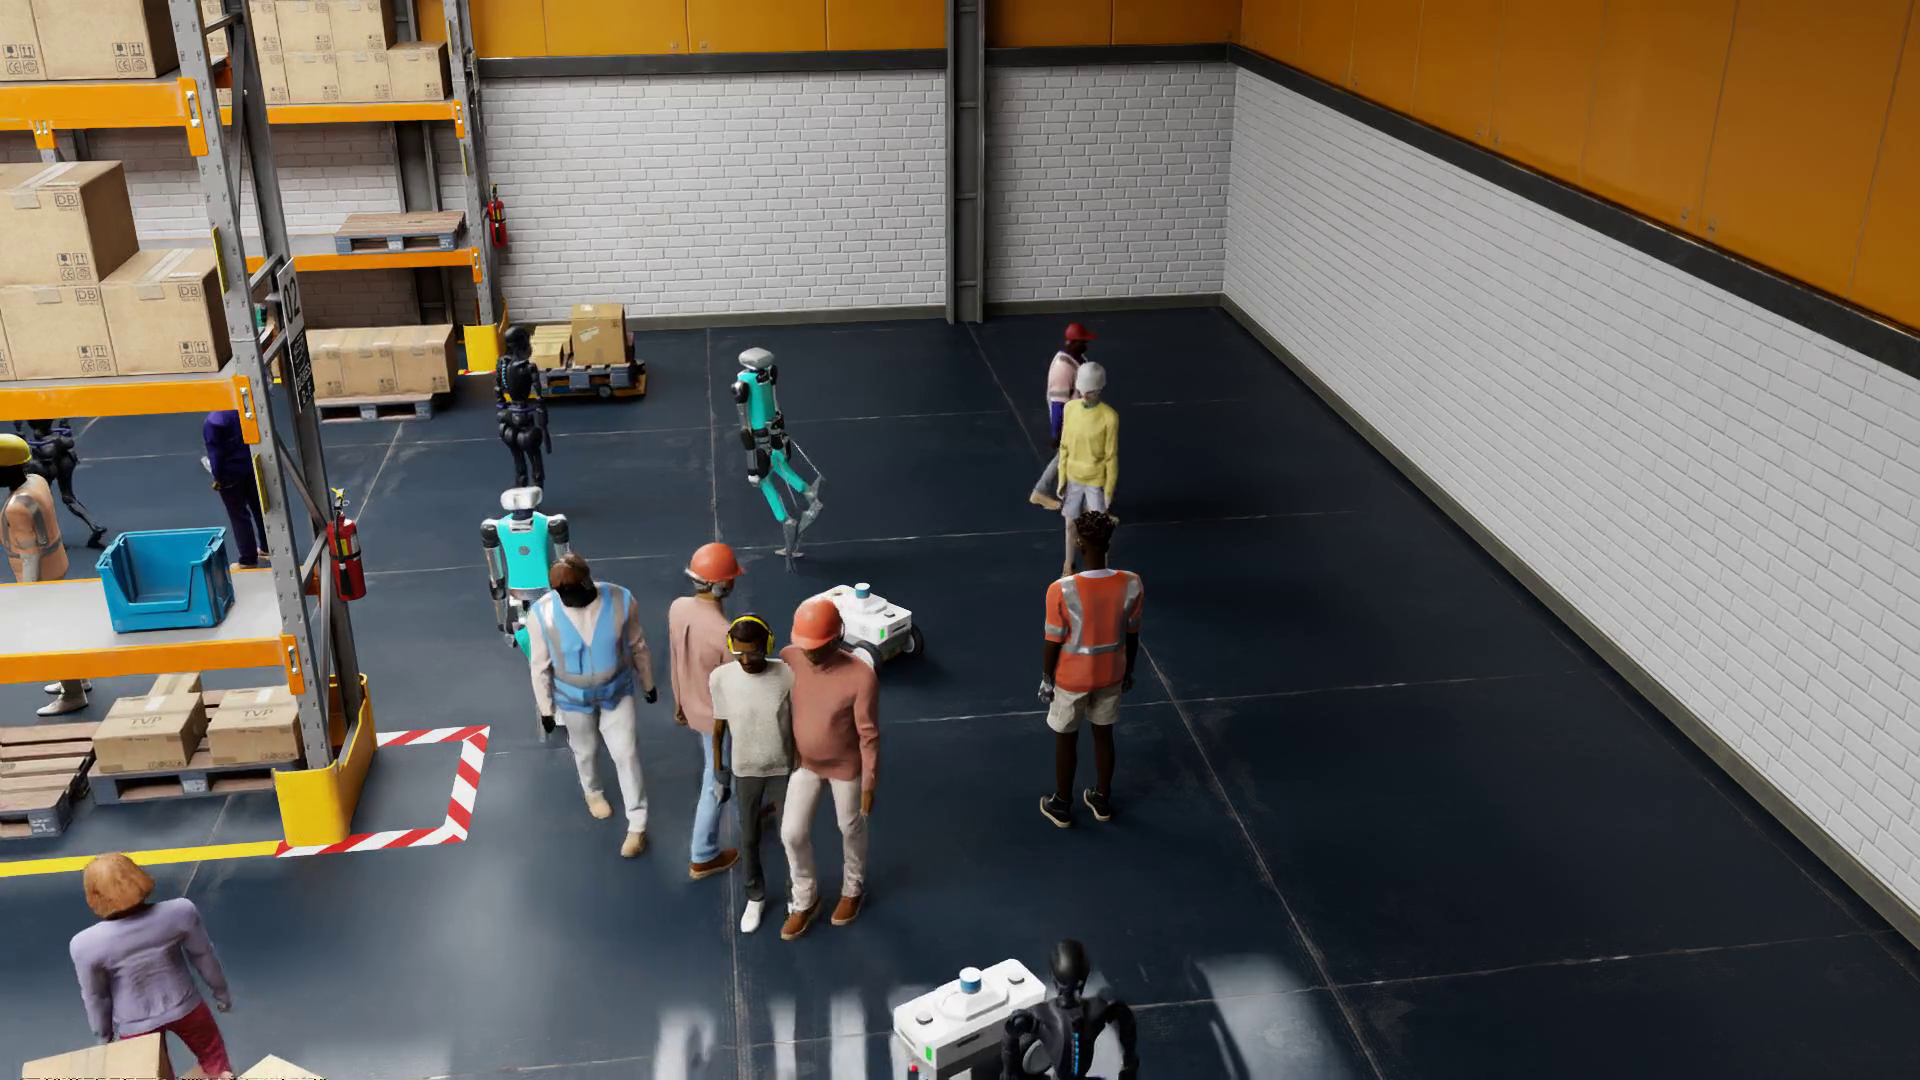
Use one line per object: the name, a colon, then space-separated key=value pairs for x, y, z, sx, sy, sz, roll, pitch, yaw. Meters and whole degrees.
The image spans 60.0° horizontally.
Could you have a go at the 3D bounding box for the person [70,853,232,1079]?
person: x=-3.371 y=2.034 z=7.083 sx=0.582 sy=1.616 sz=0.397 roll=-18 pitch=29 yaw=-35

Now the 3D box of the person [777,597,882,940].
person: x=-0.704 y=1.191 z=8.569 sx=0.632 sy=1.966 sz=0.704 roll=10 pitch=25 yaw=21

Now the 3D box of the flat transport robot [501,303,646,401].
flat transport robot: x=-3.974 y=-1.641 z=17.136 sx=1.431 sy=0.231 sz=0.659 roll=-3 pitch=24 yaw=-7

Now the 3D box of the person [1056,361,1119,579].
person: x=0.955 y=-0.447 z=12.419 sx=0.473 sy=1.879 sz=0.415 roll=15 pitch=28 yaw=31

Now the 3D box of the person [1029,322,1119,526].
person: x=0.946 y=-0.983 z=13.835 sx=0.819 sy=1.719 sz=0.637 roll=7 pitch=25 yaw=15

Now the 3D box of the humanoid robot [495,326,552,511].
humanoid robot: x=-3.668 y=-0.946 z=13.809 sx=0.616 sy=1.648 sz=0.431 roll=16 pitch=28 yaw=32

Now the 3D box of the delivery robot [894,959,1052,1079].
delivery robot: x=0.058 y=2.275 z=7.849 sx=0.750 sy=0.587 sz=0.525 roll=-15 pitch=28 yaw=-30

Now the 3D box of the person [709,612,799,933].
person: x=-1.027 y=1.218 z=8.655 sx=0.525 sy=1.856 sz=0.349 roll=-1 pitch=24 yaw=-2

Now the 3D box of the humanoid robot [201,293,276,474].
humanoid robot: x=-6.500 y=-1.360 z=14.736 sx=0.886 sy=1.823 sz=0.548 roll=6 pitch=25 yaw=14

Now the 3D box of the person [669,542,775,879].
person: x=-1.212 y=0.905 z=9.228 sx=0.888 sy=1.957 sz=0.643 roll=-17 pitch=29 yaw=-34

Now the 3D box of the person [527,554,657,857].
person: x=-2.077 y=0.887 z=9.494 sx=0.681 sy=1.789 sz=0.779 roll=-6 pitch=25 yaw=-14

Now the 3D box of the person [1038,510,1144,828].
person: x=0.744 y=0.756 z=9.591 sx=0.610 sy=1.951 sz=0.388 roll=-9 pitch=25 yaw=-20

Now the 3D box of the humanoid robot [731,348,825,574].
humanoid robot: x=-1.346 y=-0.538 z=12.929 sx=0.731 sy=1.902 sz=0.543 roll=10 pitch=26 yaw=22

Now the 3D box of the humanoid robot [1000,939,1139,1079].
humanoid robot: x=0.421 y=2.251 z=6.519 sx=0.607 sy=1.643 sz=0.496 roll=-4 pitch=24 yaw=-9

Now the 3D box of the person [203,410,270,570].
person: x=-5.641 y=-0.534 z=12.923 sx=0.349 sy=1.622 sz=0.464 roll=7 pitch=25 yaw=15

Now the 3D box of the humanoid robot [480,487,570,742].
humanoid robot: x=-2.663 y=0.466 z=10.587 sx=0.547 sy=1.856 sz=0.747 roll=-2 pitch=24 yaw=-5

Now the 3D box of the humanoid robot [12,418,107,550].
humanoid robot: x=-7.228 y=-0.676 z=13.199 sx=0.558 sy=1.647 sz=0.609 roll=5 pitch=24 yaw=12

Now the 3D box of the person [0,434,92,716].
person: x=-6.008 y=0.218 z=10.834 sx=0.355 sy=1.930 sz=0.586 roll=-7 pitch=25 yaw=-16

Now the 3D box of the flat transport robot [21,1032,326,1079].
flat transport robot: x=-3.133 y=2.914 z=6.758 sx=1.431 sy=0.231 sz=0.659 roll=12 pitch=26 yaw=26

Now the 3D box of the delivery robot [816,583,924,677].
delivery robot: x=-0.661 y=0.608 z=11.680 sx=0.811 sy=0.613 sz=0.499 roll=20 pitch=30 yaw=37
